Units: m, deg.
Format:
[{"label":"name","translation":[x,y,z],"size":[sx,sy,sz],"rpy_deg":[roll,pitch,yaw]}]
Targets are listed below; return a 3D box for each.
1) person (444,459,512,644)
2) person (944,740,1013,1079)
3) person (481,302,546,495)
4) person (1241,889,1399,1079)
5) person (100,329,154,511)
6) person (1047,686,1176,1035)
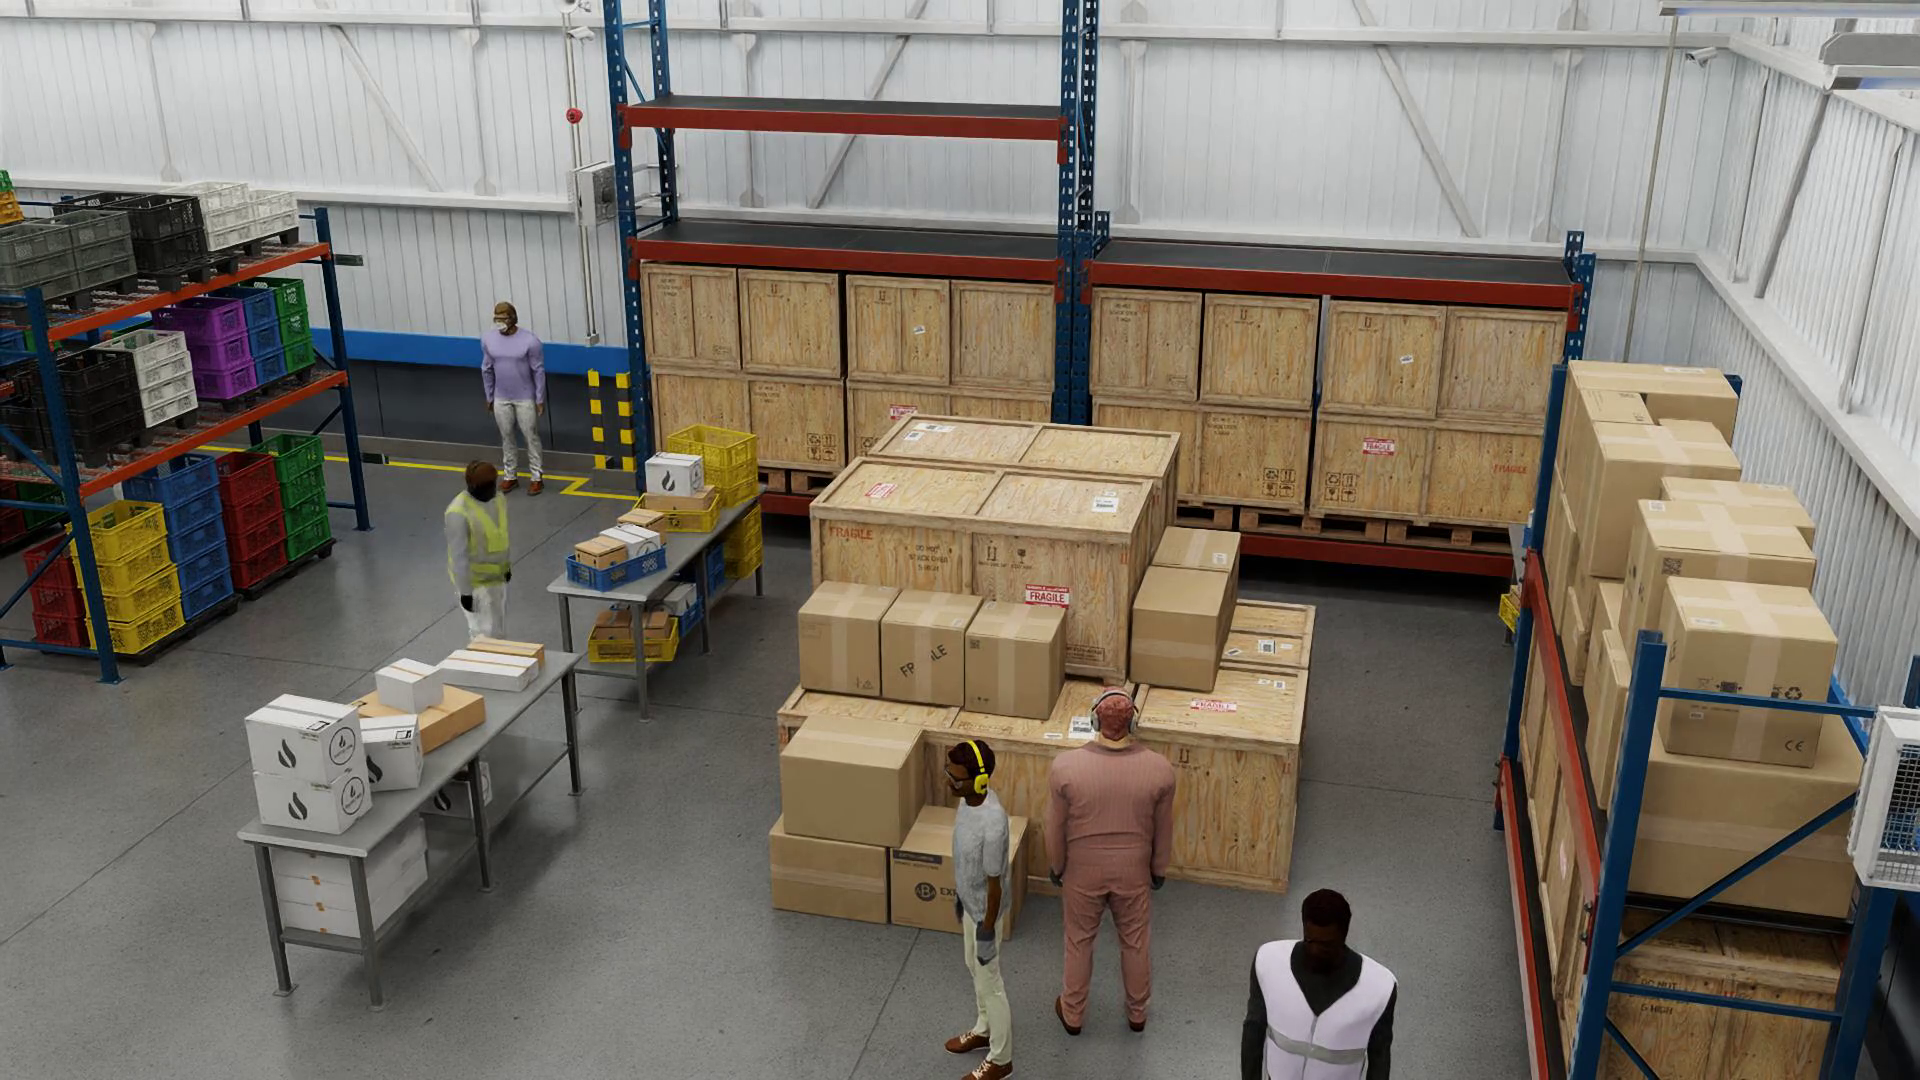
[{"label":"person","translation":[-3.480,0.272,12.155],"size":[0.437,1.825,0.677],"rpy_deg":[6,22,16]},{"label":"person","translation":[0.088,1.797,8.101],"size":[0.332,1.862,0.507],"rpy_deg":[-5,22,-14]},{"label":"person","translation":[-4.369,-1.388,16.331],"size":[0.639,1.934,0.363],"rpy_deg":[4,21,9]},{"label":"person","translation":[1.449,2.247,6.839],"size":[0.597,1.916,0.371],"rpy_deg":[7,22,18]},{"label":"person","translation":[-7.732,-1.024,15.447],"size":[0.360,1.883,0.574],"rpy_deg":[5,22,13]},{"label":"person","translation":[0.757,1.633,8.486],"size":[0.635,1.899,0.397],"rpy_deg":[-1,21,-3]}]
